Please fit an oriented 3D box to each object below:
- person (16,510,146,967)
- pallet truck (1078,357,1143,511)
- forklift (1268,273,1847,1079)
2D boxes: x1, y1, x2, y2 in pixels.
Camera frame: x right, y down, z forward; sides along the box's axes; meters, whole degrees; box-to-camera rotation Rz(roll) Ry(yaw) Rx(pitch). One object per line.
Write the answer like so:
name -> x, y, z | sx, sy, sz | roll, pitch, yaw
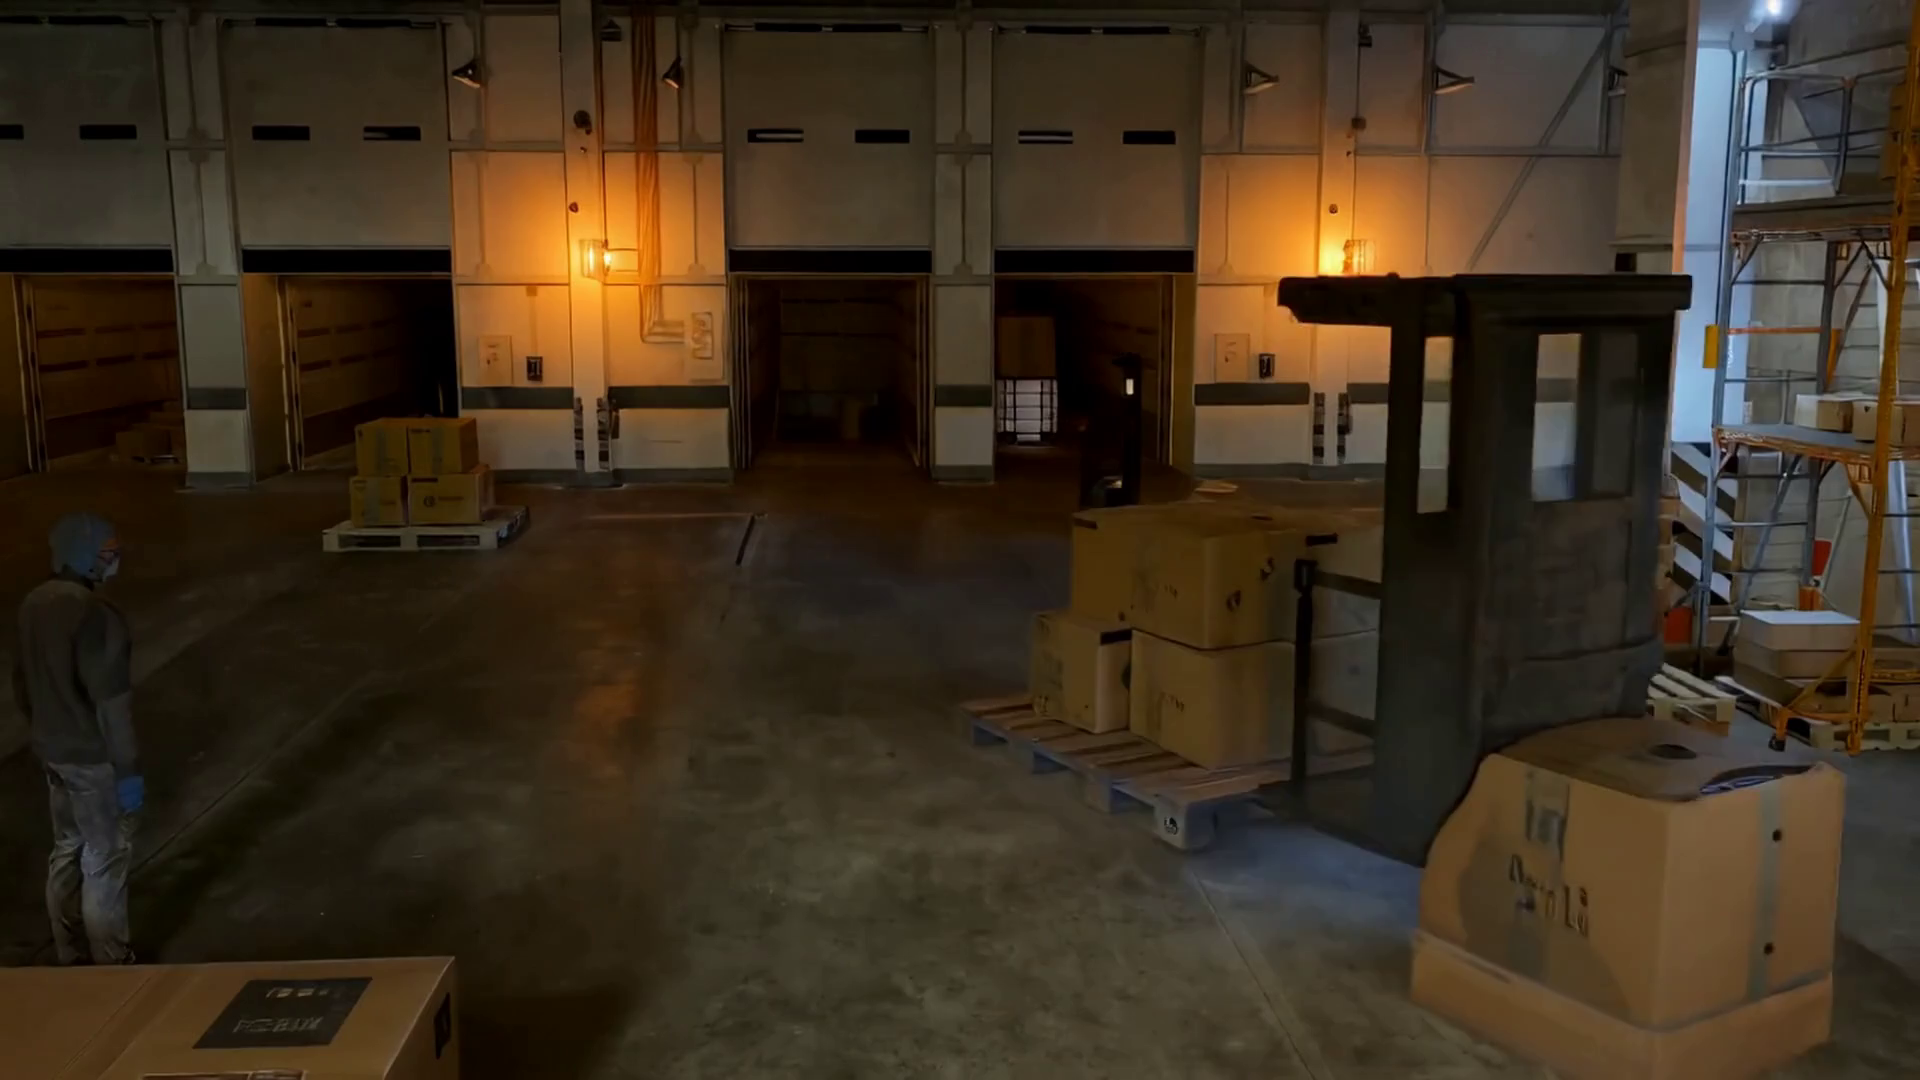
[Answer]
person -> -3.339, 0.847, 6.396 | 0.627, 1.934, 0.371 | 7, 11, 36
pallet truck -> 2.088, -0.836, 16.757 | 1.885, 1.965, 0.823 | 2, 9, 13
forklift -> 2.266, 0.384, 6.338 | 1.129, 2.768, 1.873 | -5, 10, -30
